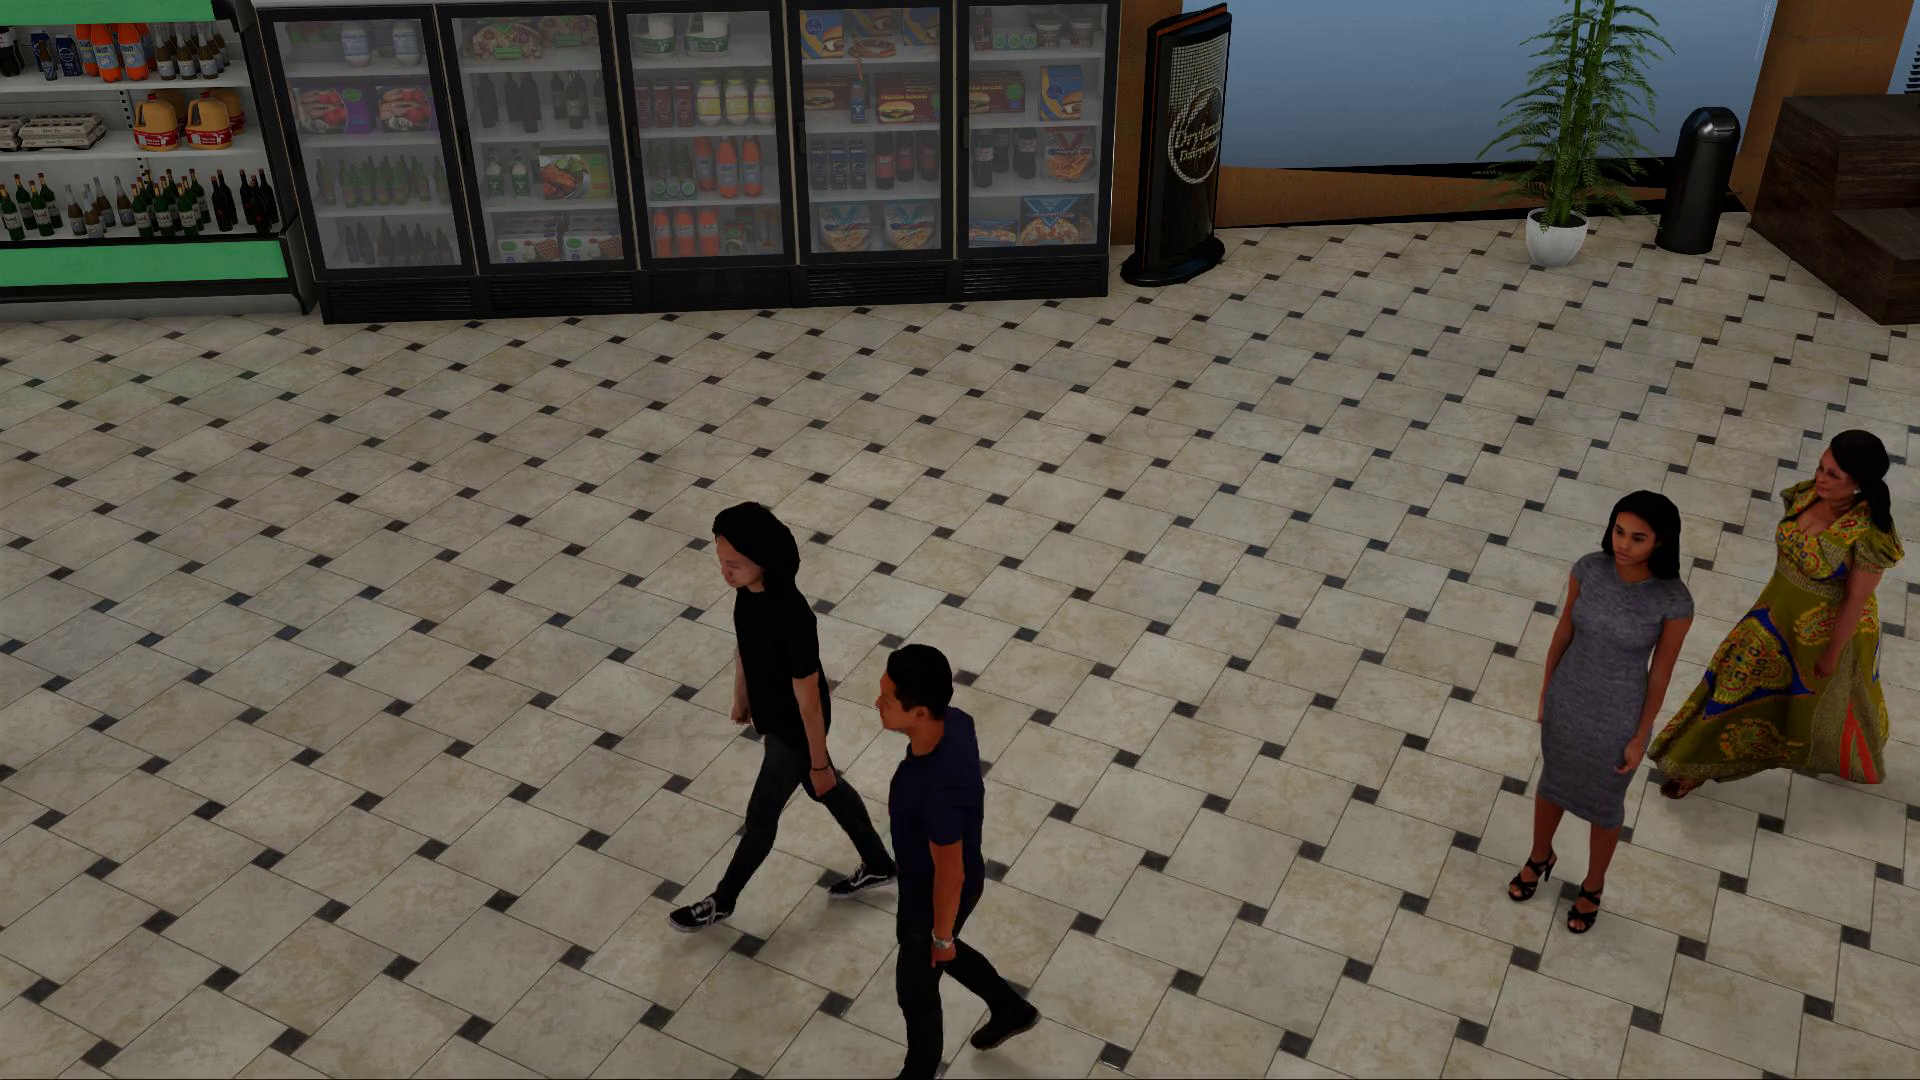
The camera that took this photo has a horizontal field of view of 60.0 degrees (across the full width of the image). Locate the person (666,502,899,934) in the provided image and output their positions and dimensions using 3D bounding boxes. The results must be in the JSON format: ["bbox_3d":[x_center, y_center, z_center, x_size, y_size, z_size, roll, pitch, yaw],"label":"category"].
[{"bbox_3d":[-0.513,0.615,5.810,1.196,1.779,0.903,-11,34,-18],"label":"person"}]

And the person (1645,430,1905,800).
[{"bbox_3d":[3.363,0.319,6.446,1.454,1.609,1.034,-13,34,-20],"label":"person"}]

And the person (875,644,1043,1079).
[{"bbox_3d":[-0.013,1.041,5.129,0.843,1.775,0.659,-4,32,-7],"label":"person"}]

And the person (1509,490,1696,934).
[{"bbox_3d":[2.233,0.606,5.824,0.654,1.779,0.703,26,40,35],"label":"person"}]
